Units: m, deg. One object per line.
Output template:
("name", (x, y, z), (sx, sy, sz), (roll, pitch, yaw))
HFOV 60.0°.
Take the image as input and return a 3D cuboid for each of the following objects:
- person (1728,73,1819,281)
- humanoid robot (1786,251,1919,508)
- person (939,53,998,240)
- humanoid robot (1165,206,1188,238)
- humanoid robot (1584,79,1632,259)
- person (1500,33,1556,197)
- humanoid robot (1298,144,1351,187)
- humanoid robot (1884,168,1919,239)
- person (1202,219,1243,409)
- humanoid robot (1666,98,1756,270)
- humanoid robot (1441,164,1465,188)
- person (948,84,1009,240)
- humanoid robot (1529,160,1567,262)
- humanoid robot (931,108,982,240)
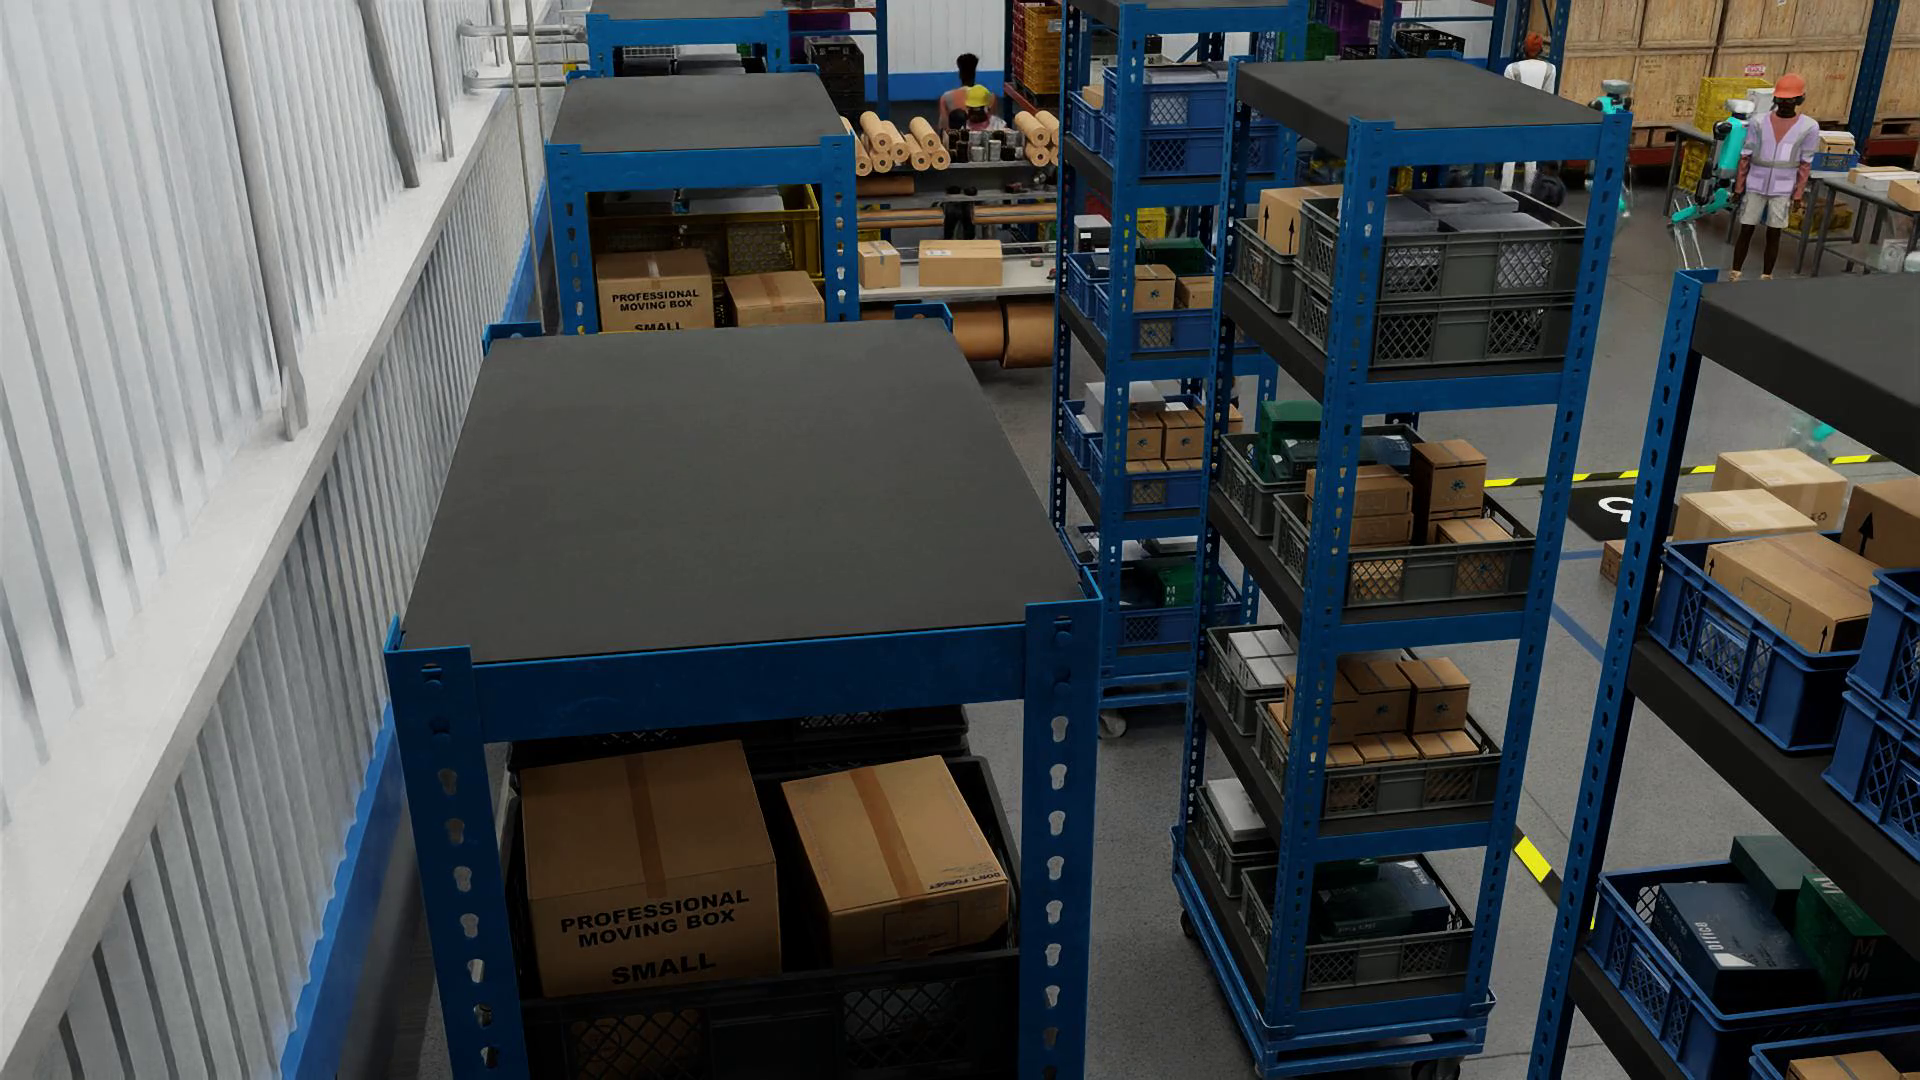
("person", (7.365, -3.197, 15.130), (0.606, 2.044, 0.373), (14, 28, 27))
("humanoid robot", (5.726, -1.027, 10.851), (0.910, 1.827, 0.553), (15, 29, 29))
("person", (0.086, -3.968, 16.957), (0.599, 1.913, 0.986), (4, 25, 10))
("humanoid robot", (2.188, -3.634, 16.518), (0.588, 1.647, 0.352), (-8, 26, -16))
("humanoid robot", (6.467, -3.554, 16.288), (0.532, 1.796, 0.788), (-14, 28, -28))
("person", (6.266, -4.661, 18.498), (0.581, 1.882, 0.337), (0, 25, 0))
("humanoid robot", (3.126, -2.687, 14.458), (0.613, 1.641, 0.360), (-10, 27, -21))
("humanoid robot", (9.418, -3.506, 16.161), (0.562, 1.735, 1.028), (-8, 26, -16))
("person", (1.728, -1.214, 11.042), (0.368, 1.852, 0.589), (-4, 25, -10))
("humanoid robot", (6.993, -3.320, 15.604), (0.533, 1.673, 0.735), (-10, 27, -21))
("humanoid robot", (4.211, -2.695, 14.482), (0.335, 1.649, 0.601), (-8, 26, -17))
("person", (0.174, -3.410, 15.844), (0.589, 1.829, 0.404), (1, 25, 1))
("humanoid robot", (4.866, -2.563, 14.196), (0.634, 1.625, 0.598), (13, 28, 25))
("humanoid robot", (-0.024, -3.189, 15.540), (0.590, 1.654, 0.326), (-19, 31, -35))
